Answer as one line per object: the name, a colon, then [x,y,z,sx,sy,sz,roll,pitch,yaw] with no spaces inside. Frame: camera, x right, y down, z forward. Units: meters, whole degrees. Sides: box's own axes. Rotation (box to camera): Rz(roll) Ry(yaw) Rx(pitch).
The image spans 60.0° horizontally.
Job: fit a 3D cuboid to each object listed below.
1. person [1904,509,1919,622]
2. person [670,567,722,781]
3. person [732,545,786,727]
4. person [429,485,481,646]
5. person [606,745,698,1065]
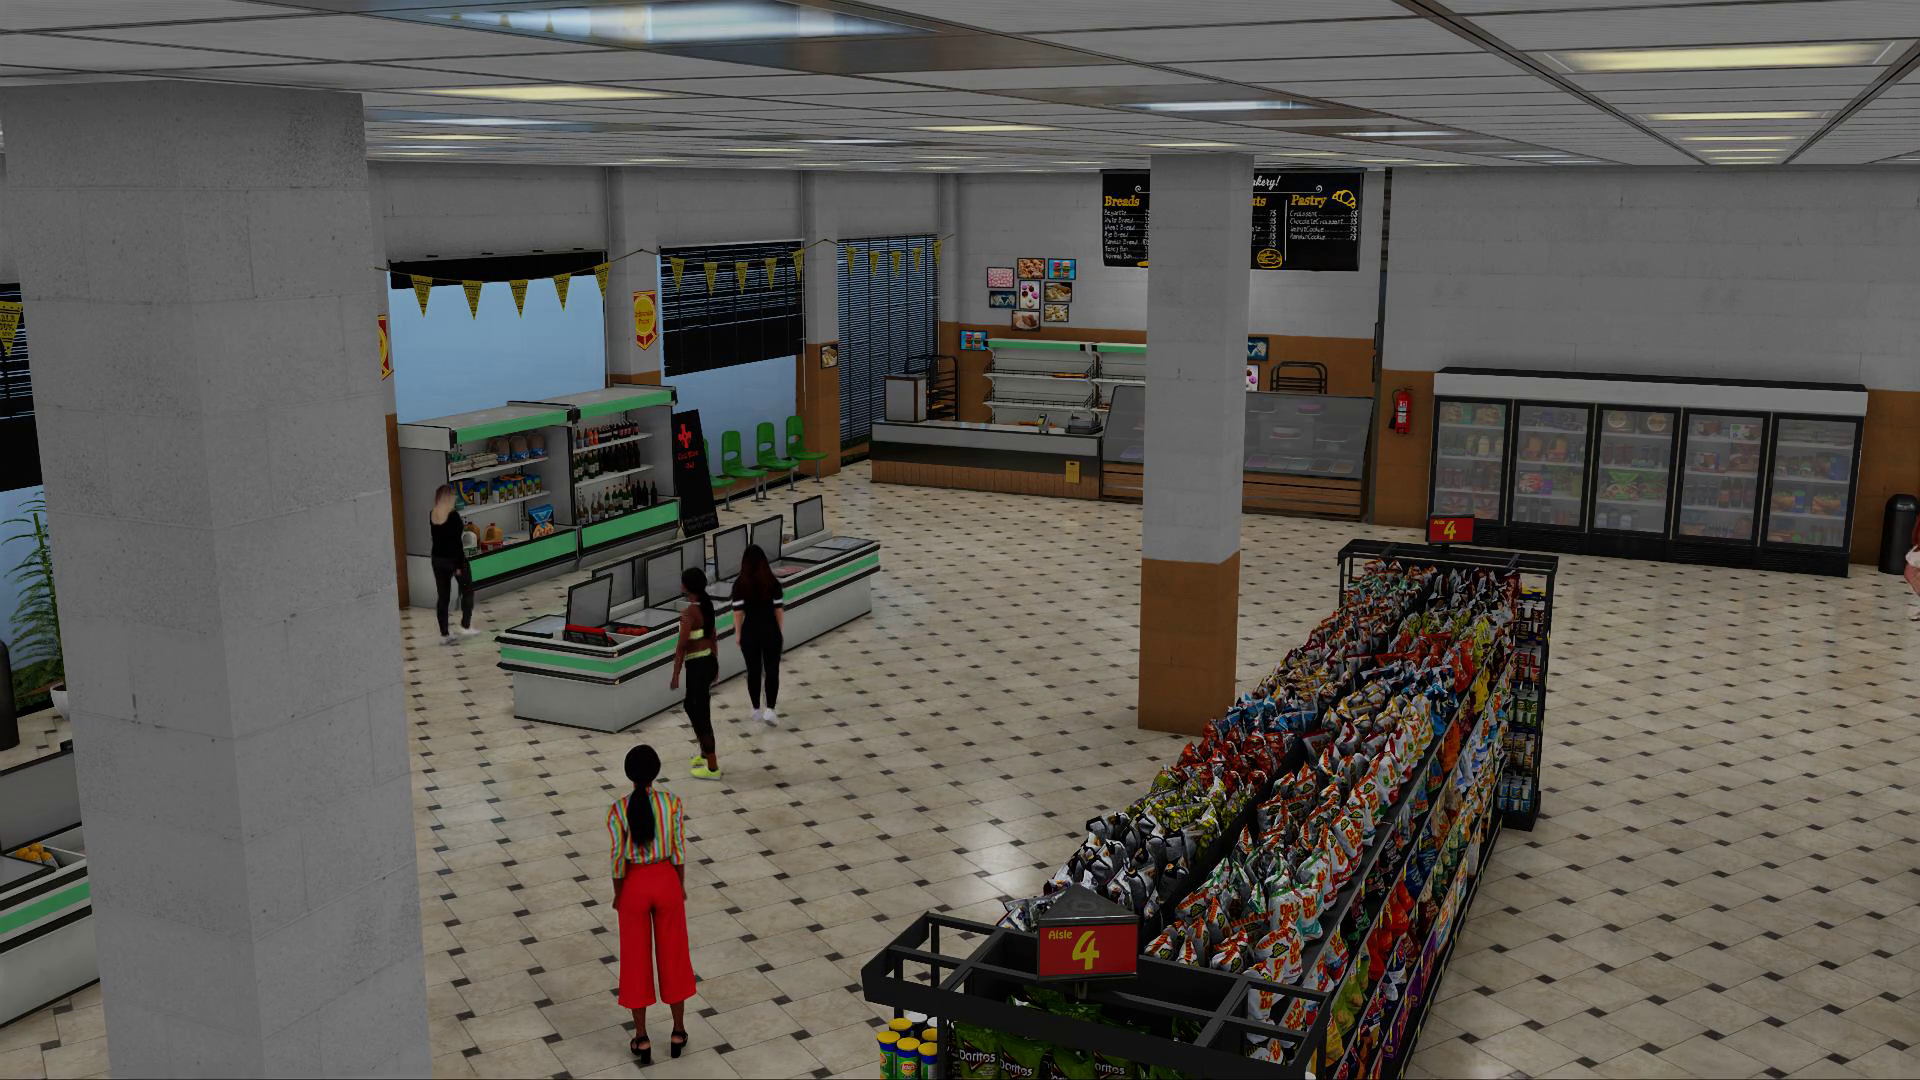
person: [10.693,0.088,18.179,0.786,1.710,0.641,11,16,42]
person: [-2.008,1.092,13.334,0.635,1.742,0.554,5,13,20]
person: [-1.764,0.848,14.745,0.812,1.637,0.916,-1,12,-5]
person: [-5.409,0.277,17.375,0.633,1.671,0.702,4,13,19]
person: [-1.686,1.968,9.051,0.681,1.792,0.731,-4,12,-16]
